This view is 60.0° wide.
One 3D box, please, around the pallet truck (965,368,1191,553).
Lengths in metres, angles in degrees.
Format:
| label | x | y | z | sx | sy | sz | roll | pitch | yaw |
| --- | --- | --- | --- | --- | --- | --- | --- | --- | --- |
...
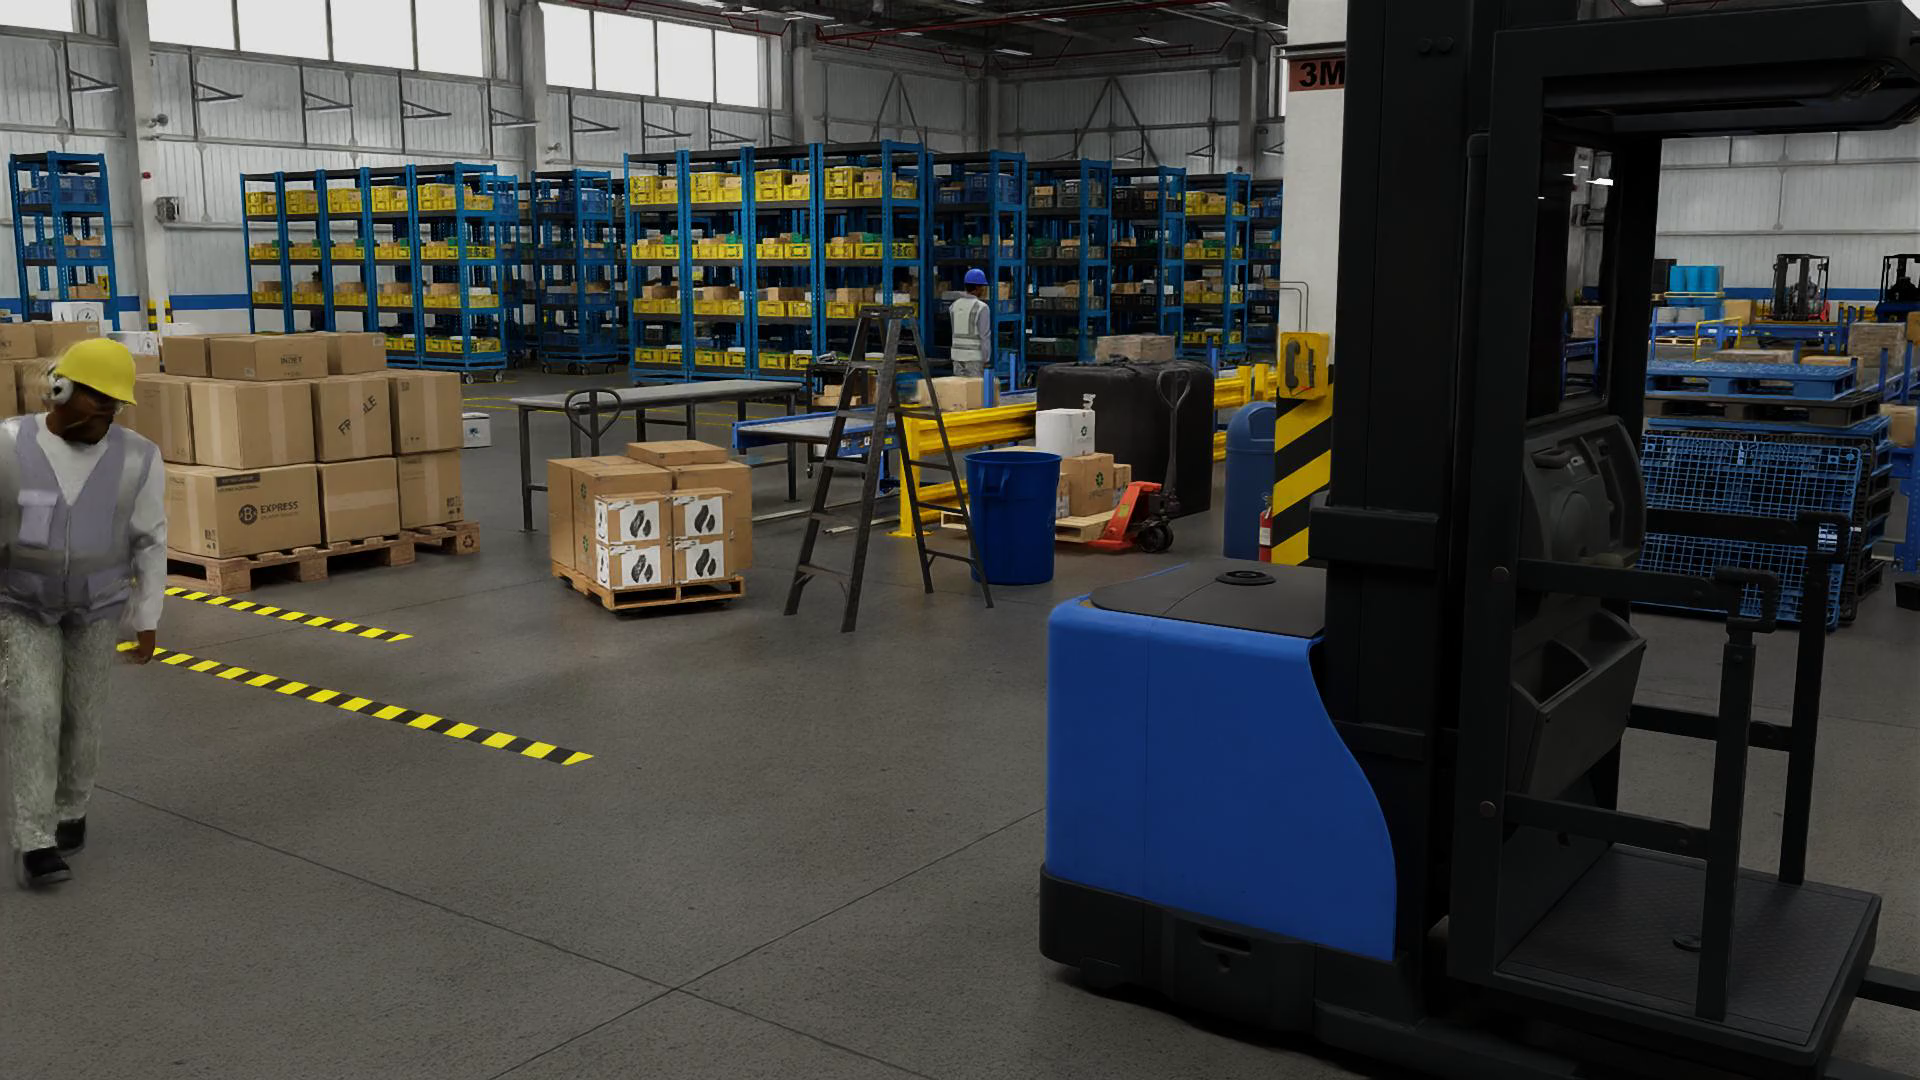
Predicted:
| label | x | y | z | sx | sy | sz | roll | pitch | yaw |
| --- | --- | --- | --- | --- | --- | --- | --- | --- | --- |
| pallet truck | 0.845 | -0.609 | 11.869 | 1.630 | 1.274 | 0.653 | 7 | 12 | 35 |

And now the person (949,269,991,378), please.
| label | x | y | z | sx | sy | sz | roll | pitch | yaw |
| --- | --- | --- | --- | --- | --- | --- | --- | --- | --- |
| person | 0.133 | -2.018 | 18.379 | 0.417 | 1.940 | 0.601 | -8 | 13 | -41 |

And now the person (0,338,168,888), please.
| label | x | y | z | sx | sy | sz | roll | pitch | yaw |
| --- | --- | --- | --- | --- | --- | --- | --- | --- | --- |
| person | -2.942 | 0.228 | 5.480 | 0.661 | 1.771 | 0.734 | -6 | 11 | -33 |

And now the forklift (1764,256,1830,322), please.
| label | x | y | z | sx | sy | sz | roll | pitch | yaw |
| --- | --- | --- | --- | --- | --- | --- | --- | --- | --- |
| forklift | 20.253 | -5.854 | 40.139 | 1.157 | 1.987 | 2.680 | 7 | 12 | 35 |

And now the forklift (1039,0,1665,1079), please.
| label | x | y | z | sx | sy | sz | roll | pitch | yaw |
| --- | --- | --- | --- | --- | --- | --- | --- | --- | --- |
| forklift | 1.249 | -0.137 | 4.360 | 1.873 | 2.768 | 1.129 | 7 | 12 | 35 |

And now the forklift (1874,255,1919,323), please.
| label | x | y | z | sx | sy | sz | roll | pitch | yaw |
| --- | --- | --- | --- | --- | --- | --- | --- | --- | --- |
| forklift | 22.089 | -5.634 | 38.796 | 1.157 | 1.987 | 2.680 | 6 | 11 | 33 |

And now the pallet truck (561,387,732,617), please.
| label | x | y | z | sx | sy | sz | roll | pitch | yaw |
| --- | --- | --- | --- | --- | --- | --- | --- | --- | --- |
| pallet truck | -1.981 | -0.274 | 10.088 | 0.680 | 1.201 | 1.601 | -5 | 11 | -28 |

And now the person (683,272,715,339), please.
| label | x | y | z | sx | sy | sz | roll | pitch | yaw |
| --- | --- | --- | --- | --- | --- | --- | --- | --- | --- |
| person | -4.625 | -3.818 | 29.414 | 0.592 | 1.825 | 0.404 | -3 | 10 | -16 |

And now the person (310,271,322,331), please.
| label | x | y | z | sx | sy | sz | roll | pitch | yaw |
| --- | --- | --- | --- | --- | --- | --- | --- | --- | --- |
| person | -12.097 | -4.188 | 31.583 | 0.563 | 1.839 | 0.389 | 4 | 10 | 22 |
